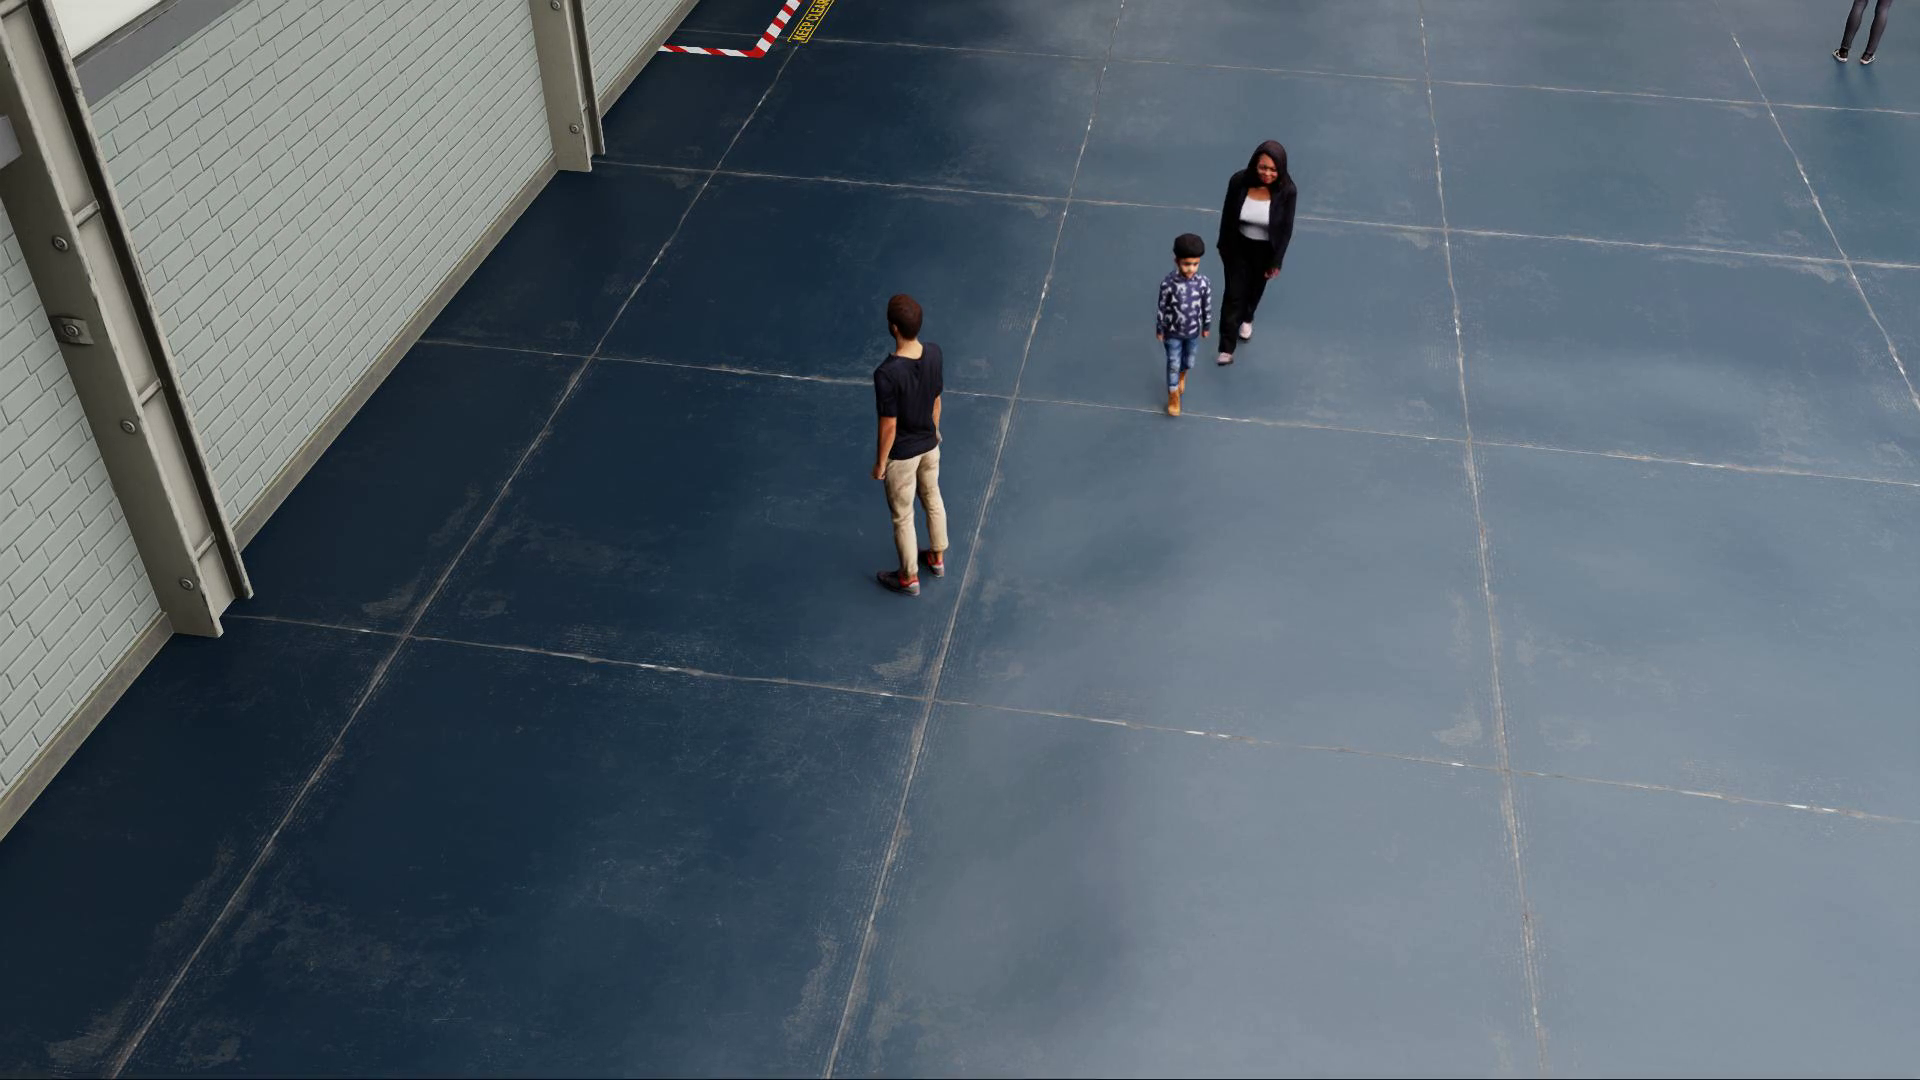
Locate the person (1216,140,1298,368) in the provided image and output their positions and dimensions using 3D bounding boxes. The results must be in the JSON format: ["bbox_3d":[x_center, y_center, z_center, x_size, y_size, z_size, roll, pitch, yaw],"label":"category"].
[{"bbox_3d":[2.008,-2.009,11.309,0.642,1.565,1.038,7,39,8],"label":"person"}]

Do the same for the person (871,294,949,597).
[{"bbox_3d":[-0.271,-0.508,9.156,0.783,1.854,0.668,30,47,33],"label":"person"}]

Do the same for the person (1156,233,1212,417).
[{"bbox_3d":[1.447,-1.440,10.840,0.580,1.247,0.721,-1,38,-2],"label":"person"}]

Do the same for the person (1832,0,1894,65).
[{"bbox_3d":[8.524,-5.318,15.319,0.684,1.836,0.612,15,40,18],"label":"person"}]
